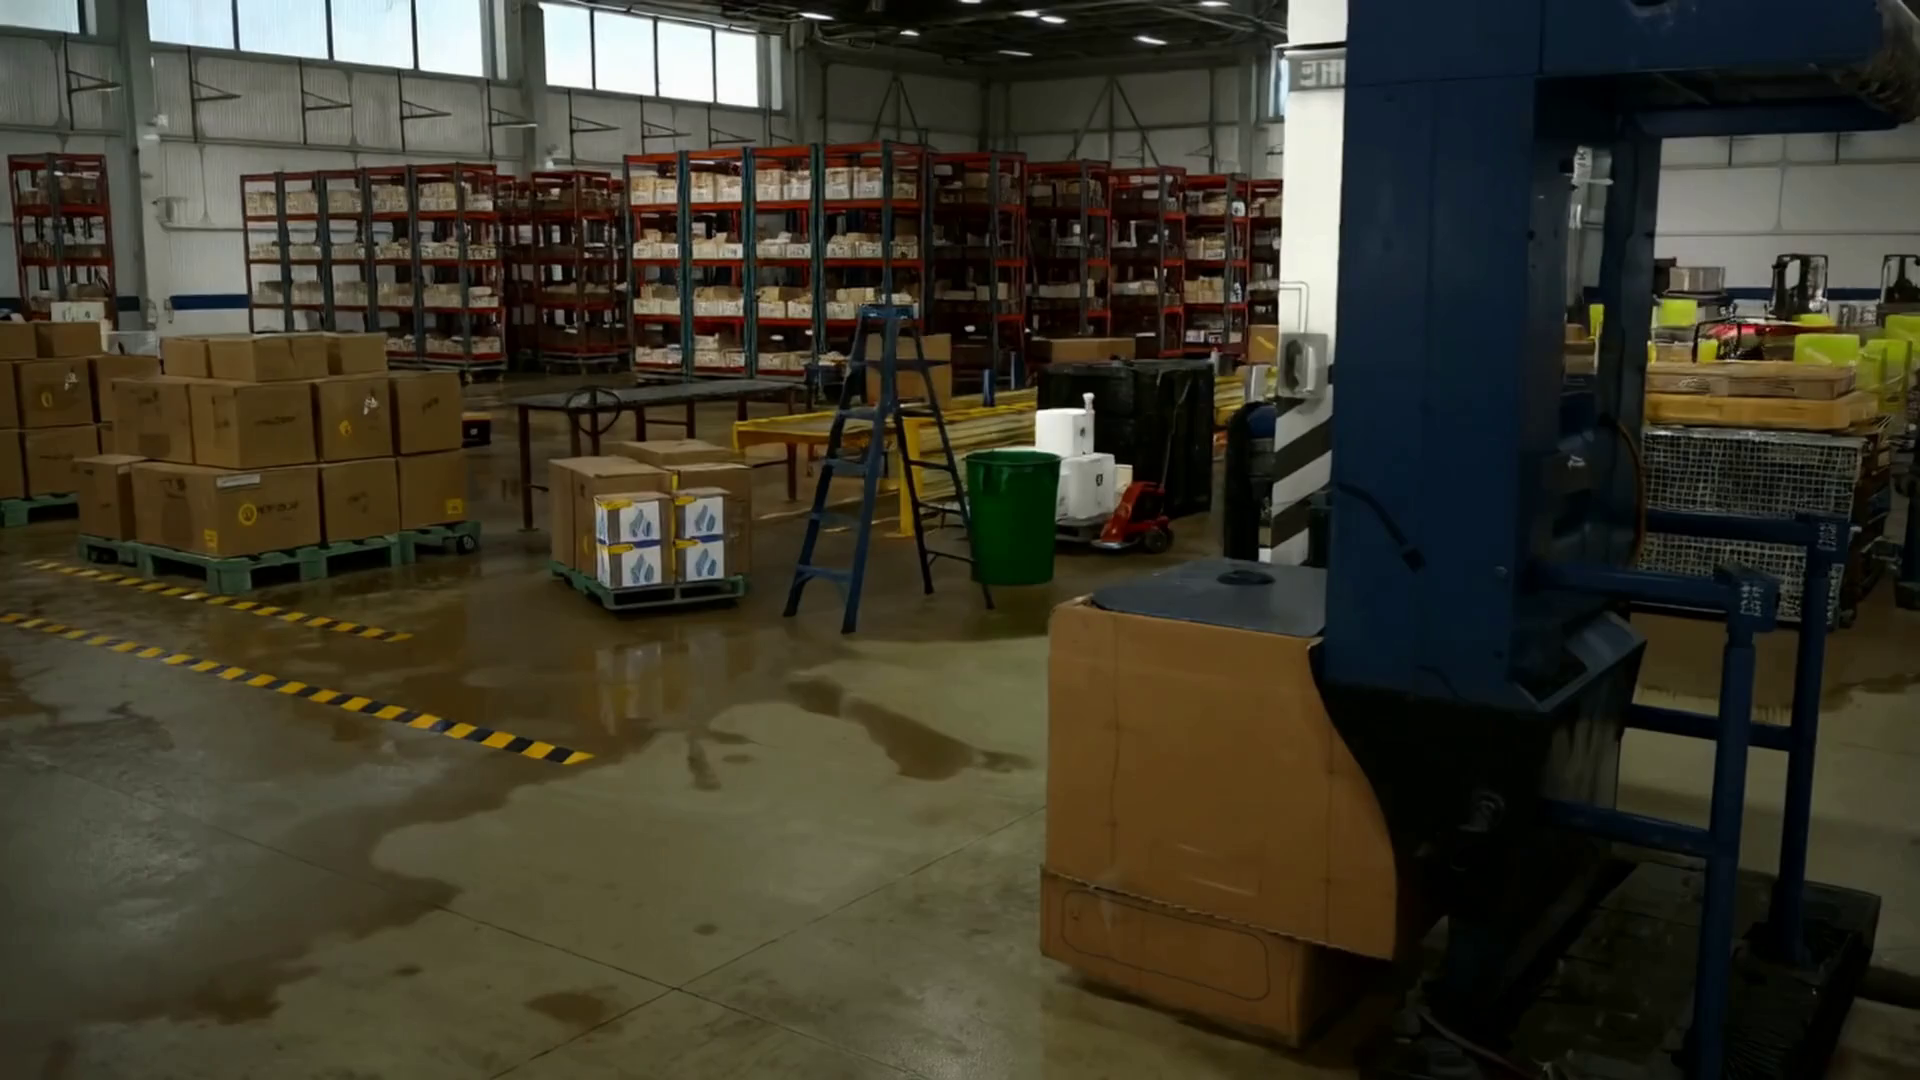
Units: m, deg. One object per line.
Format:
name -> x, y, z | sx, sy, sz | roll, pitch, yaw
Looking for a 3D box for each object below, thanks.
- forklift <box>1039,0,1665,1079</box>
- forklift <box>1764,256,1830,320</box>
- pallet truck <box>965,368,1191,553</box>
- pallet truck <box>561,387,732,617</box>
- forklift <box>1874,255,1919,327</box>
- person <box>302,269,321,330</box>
forklift -> 1.249, -0.137, 4.360 | 1.873, 2.768, 1.129 | 7, 12, 35
forklift -> 20.253, -5.854, 40.139 | 1.157, 1.987, 2.680 | 7, 12, 35
pallet truck -> 0.845, -0.609, 11.869 | 1.630, 1.274, 0.653 | 7, 12, 35
pallet truck -> -1.981, -0.274, 10.088 | 0.680, 1.201, 1.601 | -5, 11, -28
forklift -> 22.089, -5.634, 38.796 | 1.157, 1.987, 2.680 | 6, 11, 33
person -> -13.231, -4.599, 34.006 | 0.389, 1.846, 0.564 | -1, 10, -8
